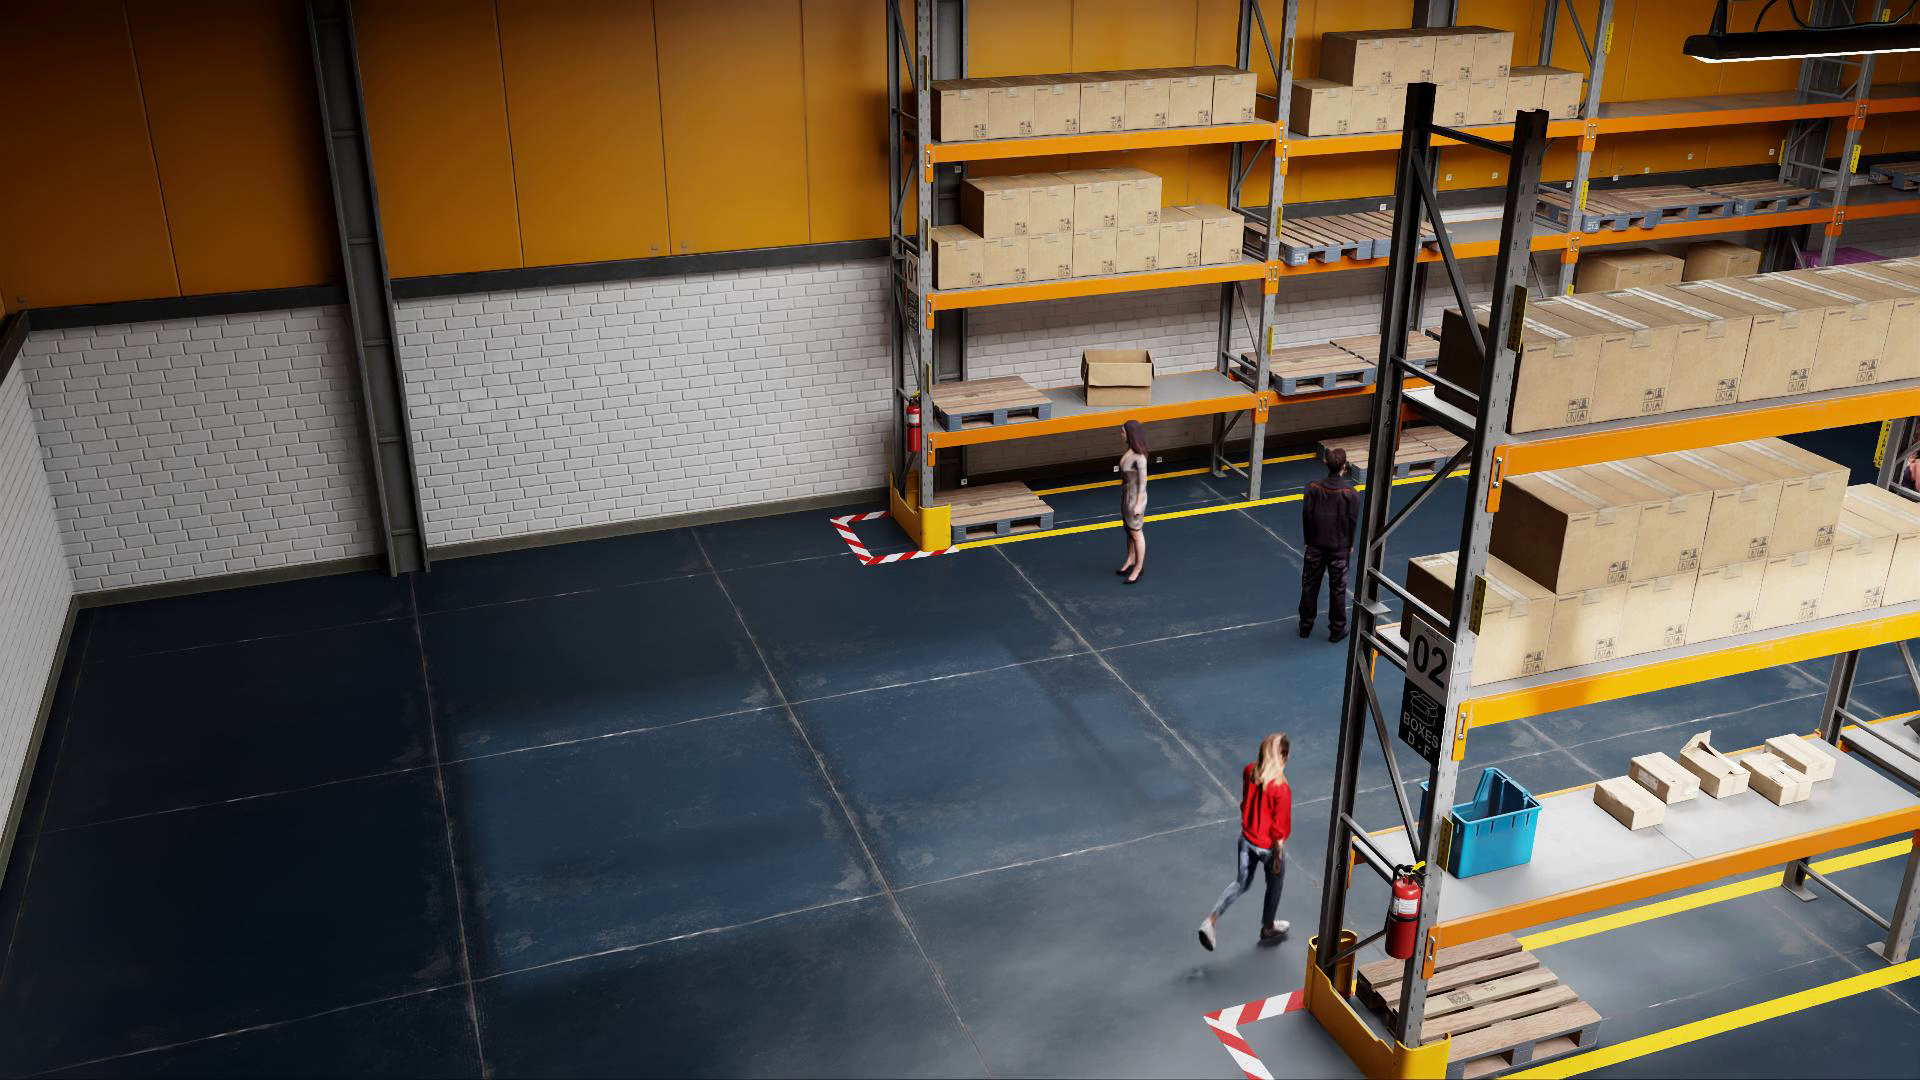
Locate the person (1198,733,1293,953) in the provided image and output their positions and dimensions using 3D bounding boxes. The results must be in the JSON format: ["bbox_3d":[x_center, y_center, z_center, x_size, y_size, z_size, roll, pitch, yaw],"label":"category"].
[{"bbox_3d":[1.980,2.097,11.296,1.099,1.678,0.782,-15,28,-30],"label":"person"}]

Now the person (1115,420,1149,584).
[{"bbox_3d":[1.767,-0.403,16.935,0.557,1.744,0.623,-5,24,-11],"label":"person"}]

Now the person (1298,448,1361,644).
[{"bbox_3d":[3.486,0.042,15.703,0.773,1.914,0.826,11,26,24],"label":"person"}]
